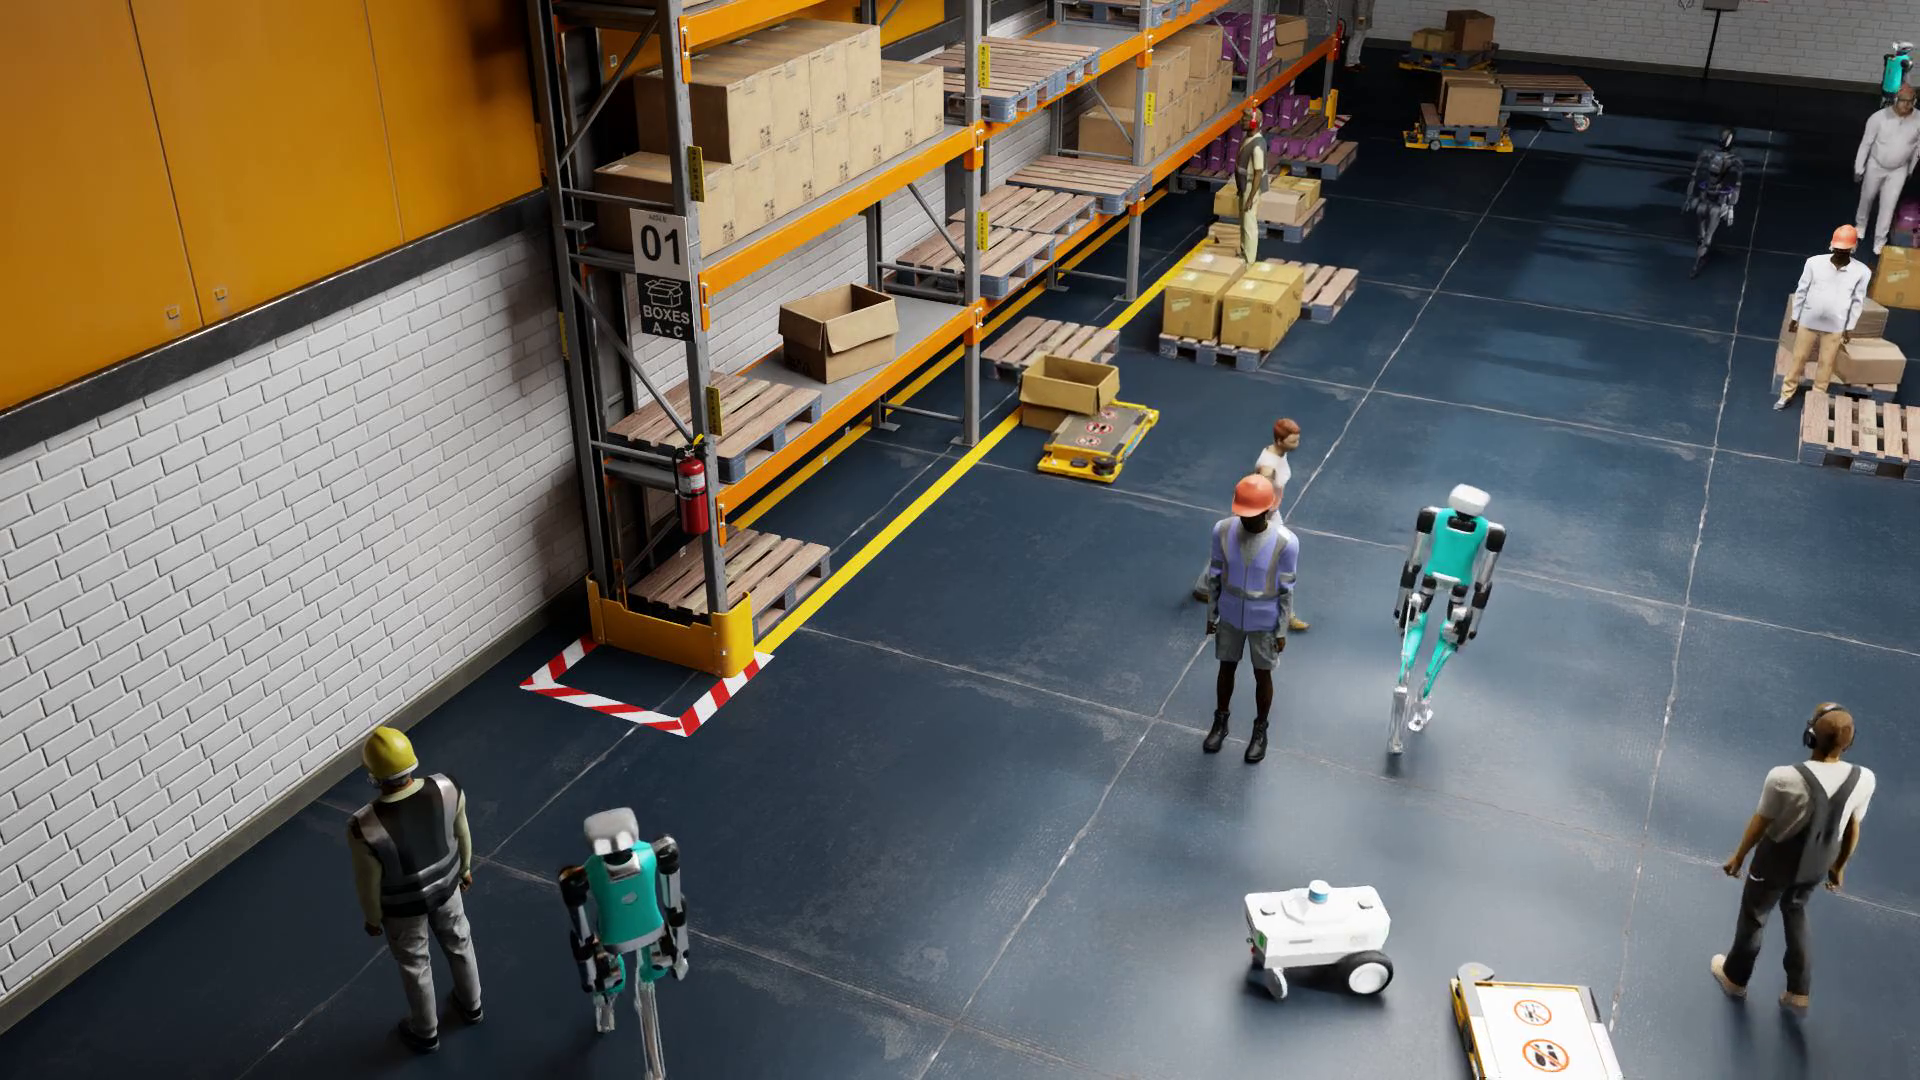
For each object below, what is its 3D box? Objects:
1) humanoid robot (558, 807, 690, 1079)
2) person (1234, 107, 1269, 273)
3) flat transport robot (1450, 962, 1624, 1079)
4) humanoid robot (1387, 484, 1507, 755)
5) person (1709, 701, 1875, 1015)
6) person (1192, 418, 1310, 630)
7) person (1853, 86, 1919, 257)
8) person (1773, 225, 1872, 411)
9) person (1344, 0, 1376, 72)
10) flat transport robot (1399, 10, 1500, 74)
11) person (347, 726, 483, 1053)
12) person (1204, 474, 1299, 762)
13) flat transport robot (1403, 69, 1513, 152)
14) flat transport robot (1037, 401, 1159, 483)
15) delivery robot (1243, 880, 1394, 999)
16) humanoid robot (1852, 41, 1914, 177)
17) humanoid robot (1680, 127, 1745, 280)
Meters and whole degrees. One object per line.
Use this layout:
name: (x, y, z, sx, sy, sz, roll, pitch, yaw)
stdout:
humanoid robot: (-1.612, 1.846, 7.797, 0.562, 1.809, 0.928, -13, 31, -23)
person: (3.151, -3.789, 18.091, 0.389, 1.847, 0.564, 0, 28, -1)
flat transport robot: (2.798, 2.595, 7.915, 0.659, 0.231, 1.431, 2, 28, 4)
humanoid robot: (2.831, 0.600, 10.095, 0.579, 1.766, 0.931, 17, 33, 28)
person: (4.062, 1.568, 8.167, 0.531, 1.835, 0.517, -1, 28, -2)
person: (2.080, -0.159, 11.630, 0.908, 1.595, 0.433, 20, 34, 32)
person: (10.526, -4.229, 18.906, 0.654, 1.852, 1.015, 9, 30, 17)
person: (7.673, -1.952, 14.783, 0.558, 1.751, 0.324, 16, 32, 27)
person: (6.545, -8.524, 26.914, 0.369, 1.818, 0.517, 17, 33, 29)
flat transport robot: (7.949, -7.720, 27.043, 1.431, 0.231, 0.659, 22, 35, 35)
person: (-2.614, 1.663, 7.993, 0.404, 1.837, 0.589, 24, 37, 37)
person: (1.742, 0.472, 10.109, 0.540, 1.931, 0.383, 13, 31, 23)
flat transport robot: (6.904, -5.580, 23.075, 1.431, 0.231, 0.659, 5, 29, 9)
flat transport robot: (1.215, -0.903, 14.403, 0.659, 0.231, 1.431, 11, 30, 19)
delivery robot: (1.876, 2.043, 8.656, 0.783, 0.611, 0.506, -3, 28, -5)
humanoid robot: (12.097, -5.495, 21.380, 0.890, 1.778, 0.553, -1, 28, -1)
humanoid robot: (8.222, -3.700, 18.160, 0.788, 1.634, 0.595, -24, 37, -37)
